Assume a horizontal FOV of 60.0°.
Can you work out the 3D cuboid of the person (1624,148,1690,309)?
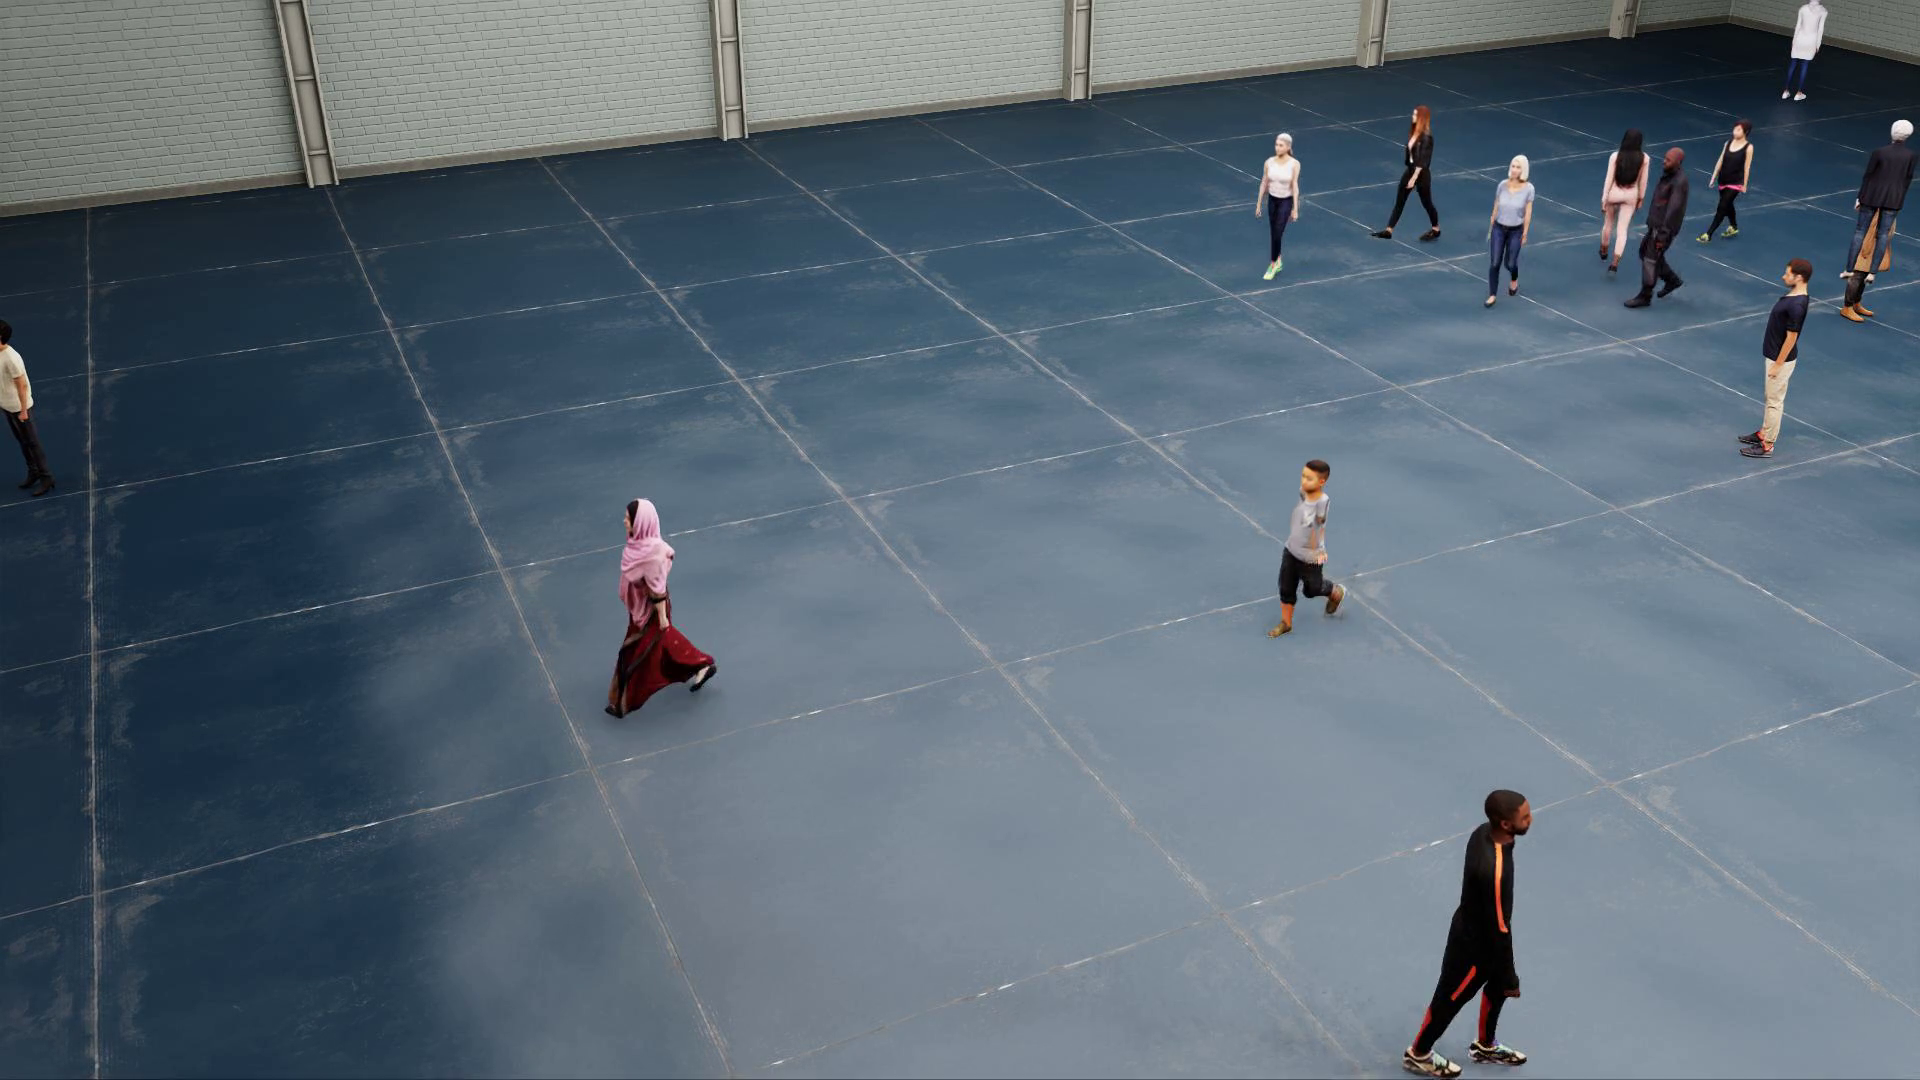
[{"bbox_3d":[7.924,-3.468,18.510,1.073,1.796,0.943,1,28,2],"label":"person"}]

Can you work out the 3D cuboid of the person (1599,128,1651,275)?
[{"bbox_3d":[7.772,-3.935,19.514,1.181,1.676,1.173,7,29,12],"label":"person"}]

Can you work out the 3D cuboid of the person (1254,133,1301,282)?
[{"bbox_3d":[3.790,-3.936,19.509,0.838,1.682,0.971,20,34,33],"label":"person"}]

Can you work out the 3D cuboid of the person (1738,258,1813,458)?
[{"bbox_3d":[7.429,-1.651,15.040,0.763,1.850,0.696,11,30,19],"label":"person"}]

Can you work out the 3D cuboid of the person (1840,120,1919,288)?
[{"bbox_3d":[9.722,-3.591,17.627,0.820,1.779,0.784,11,30,19],"label":"person"}]

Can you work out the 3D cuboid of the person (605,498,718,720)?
[{"bbox_3d":[-2.057,0.439,11.376,1.045,1.605,0.673,-10,30,-19],"label":"person"}]

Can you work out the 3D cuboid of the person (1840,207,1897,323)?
[{"bbox_3d":[10.021,-3.285,18.239,0.662,1.726,0.793,-23,36,-37],"label":"person"}]

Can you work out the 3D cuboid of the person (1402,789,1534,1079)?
[{"bbox_3d":[2.477,1.988,8.280,0.985,1.782,0.914,9,29,16],"label":"person"}]

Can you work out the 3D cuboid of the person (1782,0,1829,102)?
[{"bbox_3d":[13.887,-8.148,27.319,0.679,1.776,0.665,22,35,35],"label":"person"}]

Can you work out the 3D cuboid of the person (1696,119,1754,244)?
[{"bbox_3d":[9.627,-4.452,20.659,1.029,1.513,0.578,-14,31,-24],"label":"person"}]

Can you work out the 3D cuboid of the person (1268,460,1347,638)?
[{"bbox_3d":[2.624,0.009,12.361,0.967,1.439,0.656,-17,32,-29],"label":"person"}]

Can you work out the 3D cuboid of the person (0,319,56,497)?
[{"bbox_3d":[-8.171,-1.163,14.403,0.655,1.588,0.615,23,35,36],"label":"person"}]

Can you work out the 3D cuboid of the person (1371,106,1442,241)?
[{"bbox_3d":[5.750,-4.485,20.556,1.183,1.668,0.779,-6,29,-10],"label":"person"}]

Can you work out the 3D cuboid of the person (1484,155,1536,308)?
[{"bbox_3d":[6.154,-3.465,18.594,0.778,1.710,0.877,19,34,32],"label":"person"}]
